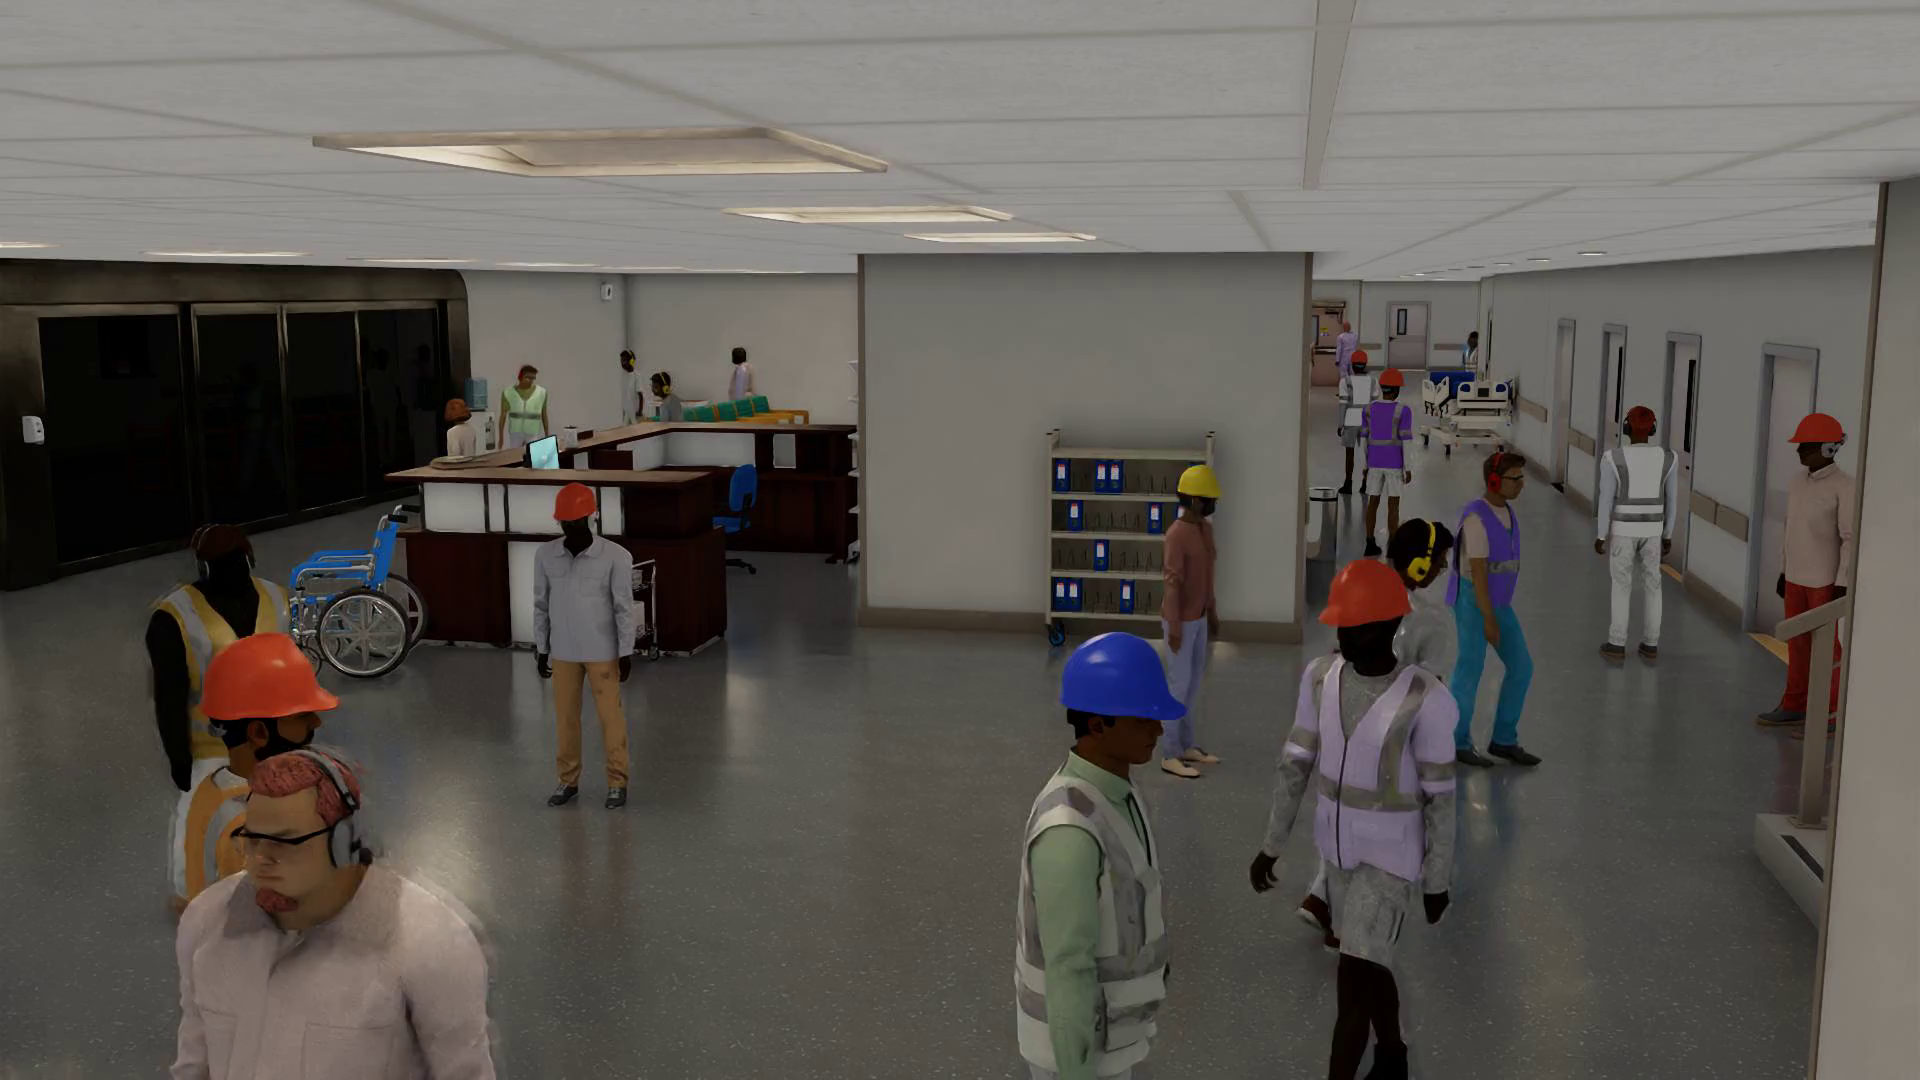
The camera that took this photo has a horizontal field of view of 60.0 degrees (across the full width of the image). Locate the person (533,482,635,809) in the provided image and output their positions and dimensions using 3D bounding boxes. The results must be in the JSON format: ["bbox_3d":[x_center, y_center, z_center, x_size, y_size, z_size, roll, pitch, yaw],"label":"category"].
[{"bbox_3d":[-1.988,0.560,8.757,0.563,1.742,0.361,2,9,11],"label":"person"}]

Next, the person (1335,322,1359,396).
[{"bbox_3d":[9.892,-4.625,42.635,0.642,1.905,0.401,-3,9,-21],"label":"person"}]

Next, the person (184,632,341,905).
[{"bbox_3d":[-1.645,1.177,4.014,0.362,1.938,0.545,-6,10,-33],"label":"person"}]

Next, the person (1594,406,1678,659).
[{"bbox_3d":[5.010,-0.052,12.350,0.575,1.881,0.356,0,9,1],"label":"person"}]

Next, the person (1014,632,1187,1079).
[{"bbox_3d":[0.328,1.174,3.998,0.405,1.946,0.609,2,9,13],"label":"person"}]

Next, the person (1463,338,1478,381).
[{"bbox_3d":[11.887,-3.878,38.581,0.317,1.629,0.508,-5,10,-31],"label":"person"}]

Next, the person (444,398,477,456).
[{"bbox_3d":[-5.093,-0.629,17.004,0.266,1.631,0.507,2,9,10],"label":"person"}]

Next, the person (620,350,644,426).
[{"bbox_3d":[-4.814,-1.845,24.341,0.433,1.852,0.557,-8,12,-42],"label":"person"}]

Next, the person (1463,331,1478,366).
[{"bbox_3d":[13.309,-4.563,43.049,0.546,1.651,0.803,-7,11,-39],"label":"person"}]

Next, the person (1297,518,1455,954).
[{"bbox_3d":[1.713,0.812,6.758,0.404,1.832,0.572,-8,12,-42],"label":"person"}]

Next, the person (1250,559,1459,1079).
[{"bbox_3d":[1.216,1.007,5.272,0.922,1.899,0.566,-6,10,-35],"label":"person"}]

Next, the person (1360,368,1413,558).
[{"bbox_3d":[4.374,-0.784,17.019,0.551,1.936,0.357,7,11,40],"label":"person"}]

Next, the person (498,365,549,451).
[{"bbox_3d":[-5.490,-1.296,20.918,0.637,1.780,0.927,-3,9,-17],"label":"person"}]

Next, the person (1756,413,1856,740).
[{"bbox_3d":[5.207,0.220,10.170,0.394,1.992,0.622,-1,9,-8],"label":"person"}]

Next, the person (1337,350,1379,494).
[{"bbox_3d":[5.319,-1.578,22.295,0.546,1.938,0.360,-1,9,-7],"label":"person"}]

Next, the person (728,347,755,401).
[{"bbox_3d":[-3.446,-2.205,26.819,0.602,1.829,0.657,0,9,1],"label":"person"}]

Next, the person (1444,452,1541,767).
[{"bbox_3d":[3.075,0.415,9.455,0.633,1.826,0.573,8,12,43],"label":"person"}]

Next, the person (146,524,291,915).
[{"bbox_3d":[-3.049,0.811,6.965,0.993,1.787,0.627,7,11,39],"label":"person"}]

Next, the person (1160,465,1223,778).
[{"bbox_3d":[1.324,0.449,9.448,0.343,1.761,0.557,5,10,29],"label":"person"}]

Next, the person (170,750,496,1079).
[{"bbox_3d":[-1.223,1.294,3.461,0.653,1.880,0.878,3,9,17],"label":"person"}]
